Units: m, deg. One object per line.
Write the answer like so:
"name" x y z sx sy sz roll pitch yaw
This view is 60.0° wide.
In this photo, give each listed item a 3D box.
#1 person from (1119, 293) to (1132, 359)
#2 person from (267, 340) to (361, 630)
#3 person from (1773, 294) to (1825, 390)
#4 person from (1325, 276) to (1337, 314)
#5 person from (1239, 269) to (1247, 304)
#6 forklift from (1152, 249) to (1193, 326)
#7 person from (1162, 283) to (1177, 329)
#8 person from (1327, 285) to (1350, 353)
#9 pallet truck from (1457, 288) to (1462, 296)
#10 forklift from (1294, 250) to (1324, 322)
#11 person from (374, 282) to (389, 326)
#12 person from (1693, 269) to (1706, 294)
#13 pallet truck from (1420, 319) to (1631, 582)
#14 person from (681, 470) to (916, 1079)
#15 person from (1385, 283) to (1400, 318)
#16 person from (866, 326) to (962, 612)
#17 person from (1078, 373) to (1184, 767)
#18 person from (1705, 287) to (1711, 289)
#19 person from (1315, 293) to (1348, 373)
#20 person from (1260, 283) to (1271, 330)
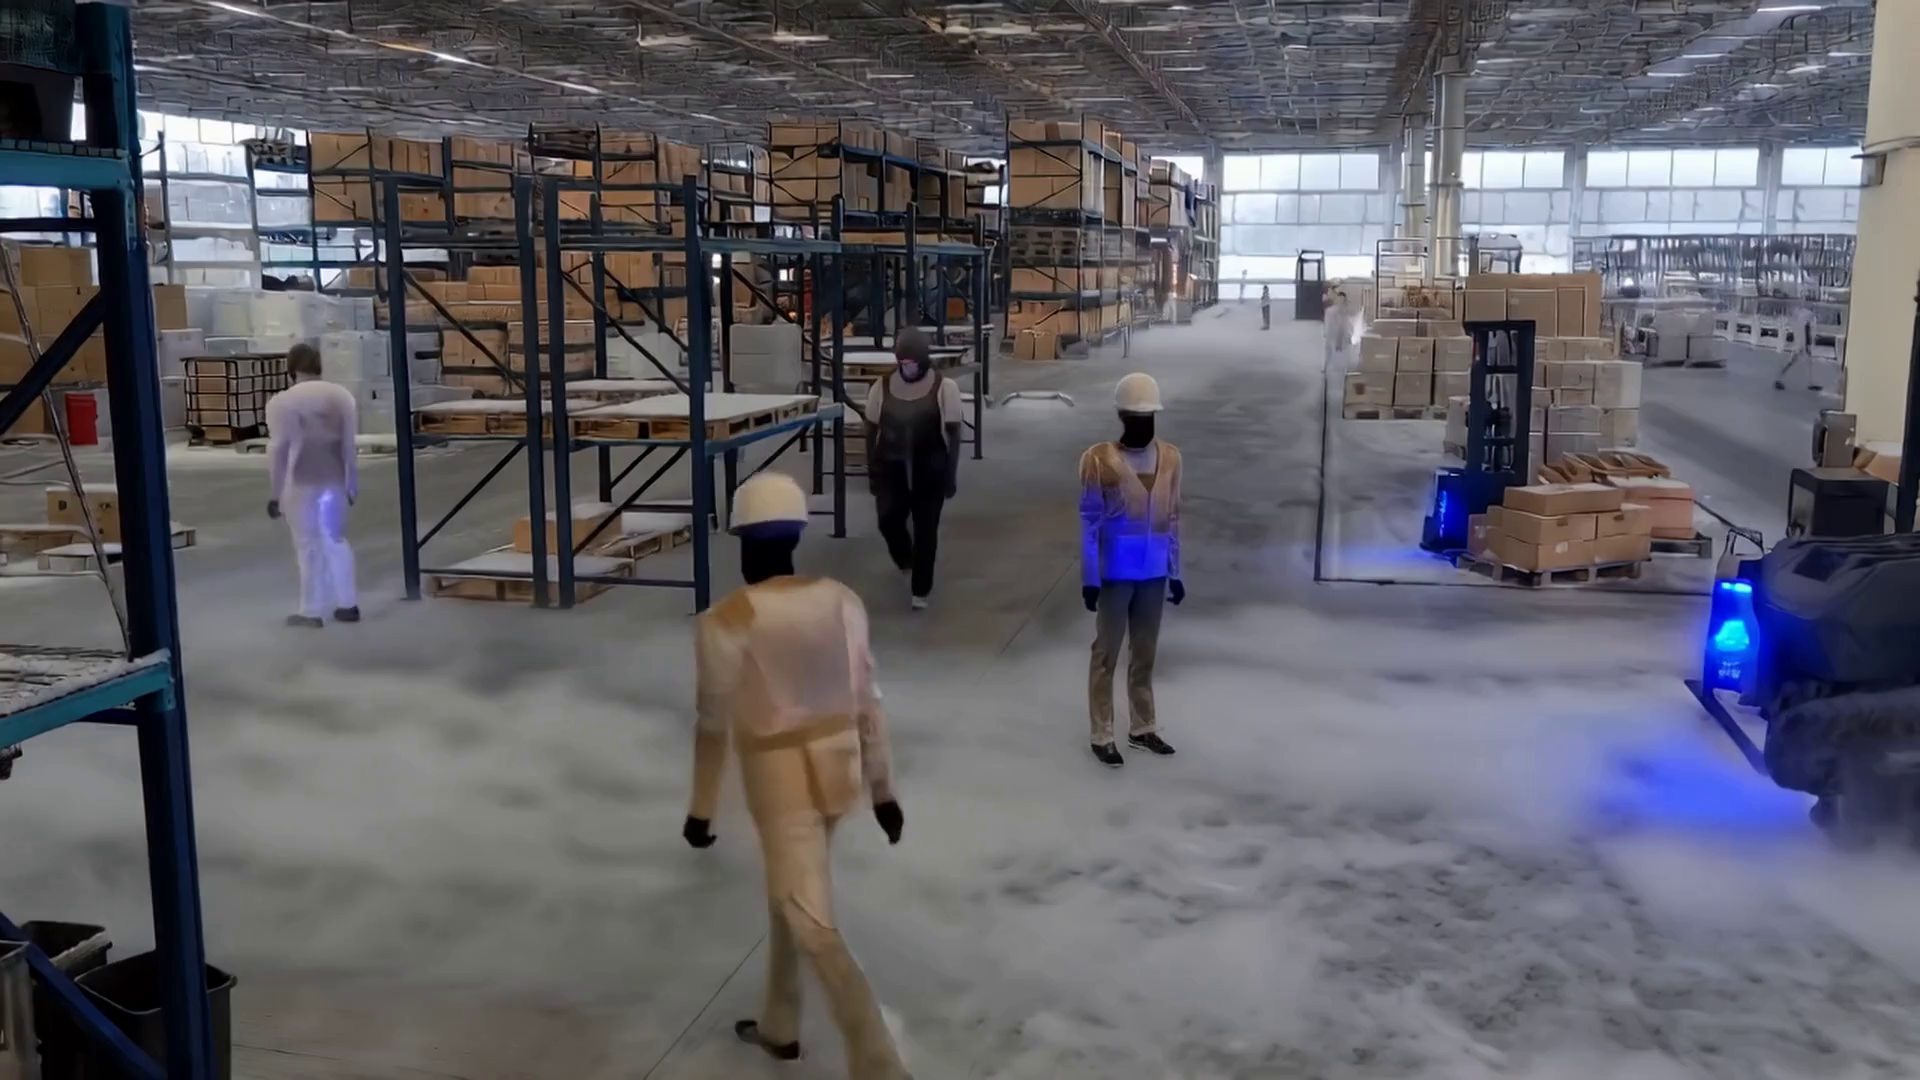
"person" 4.126 -5.327 41.427 0.307 1.636 0.525 1 10 4
"person" -4.316 -0.364 11.146 0.363 1.938 0.642 7 12 35
"person" 15.894 -3.733 31.450 0.959 1.830 0.536 -1 10 -3
"person" 11.973 -7.550 53.703 0.354 1.939 0.544 6 11 31
"person" 15.620 -13.992 91.851 0.402 1.937 0.603 -1 10 -9
"forklift" 7.646 -9.320 61.395 1.873 2.768 1.129 2 10 11
"person" 7.524 -8.363 59.476 0.491 1.620 0.500 3 10 20
"person" 10.013 -5.846 43.986 0.605 1.806 0.508 1 10 5
"pallet truck" 20.506 -9.785 68.819 0.653 1.274 1.630 2 10 12
"forklift" 13.778 -10.002 65.433 1.129 2.768 1.873 2 10 12
"person" -14.487 -5.570 42.067 0.587 1.911 0.397 -5 11 -26
"person" 35.467 -11.982 79.777 0.622 1.992 0.397 0 10 -3
"pallet truck" 4.543 -0.757 13.299 0.823 1.965 1.885 -4 10 -22
"person" -0.396 0.744 4.843 0.903 1.868 0.604 7 12 37
"person" 10.085 -5.039 38.863 0.374 1.929 0.542 4 11 25
"person" -0.332 -0.539 11.879 0.692 2.000 0.716 1 10 9
"person" 0.856 0.140 8.199 0.588 1.927 0.370 -5 11 -29
"person" 38.630 -12.933 85.859 0.570 1.840 0.374 2 10 12
"person" 8.047 -4.451 35.910 0.639 1.746 0.536 4 10 20
"person" 10.703 -8.163 58.226 0.279 1.634 0.497 8 12 39
